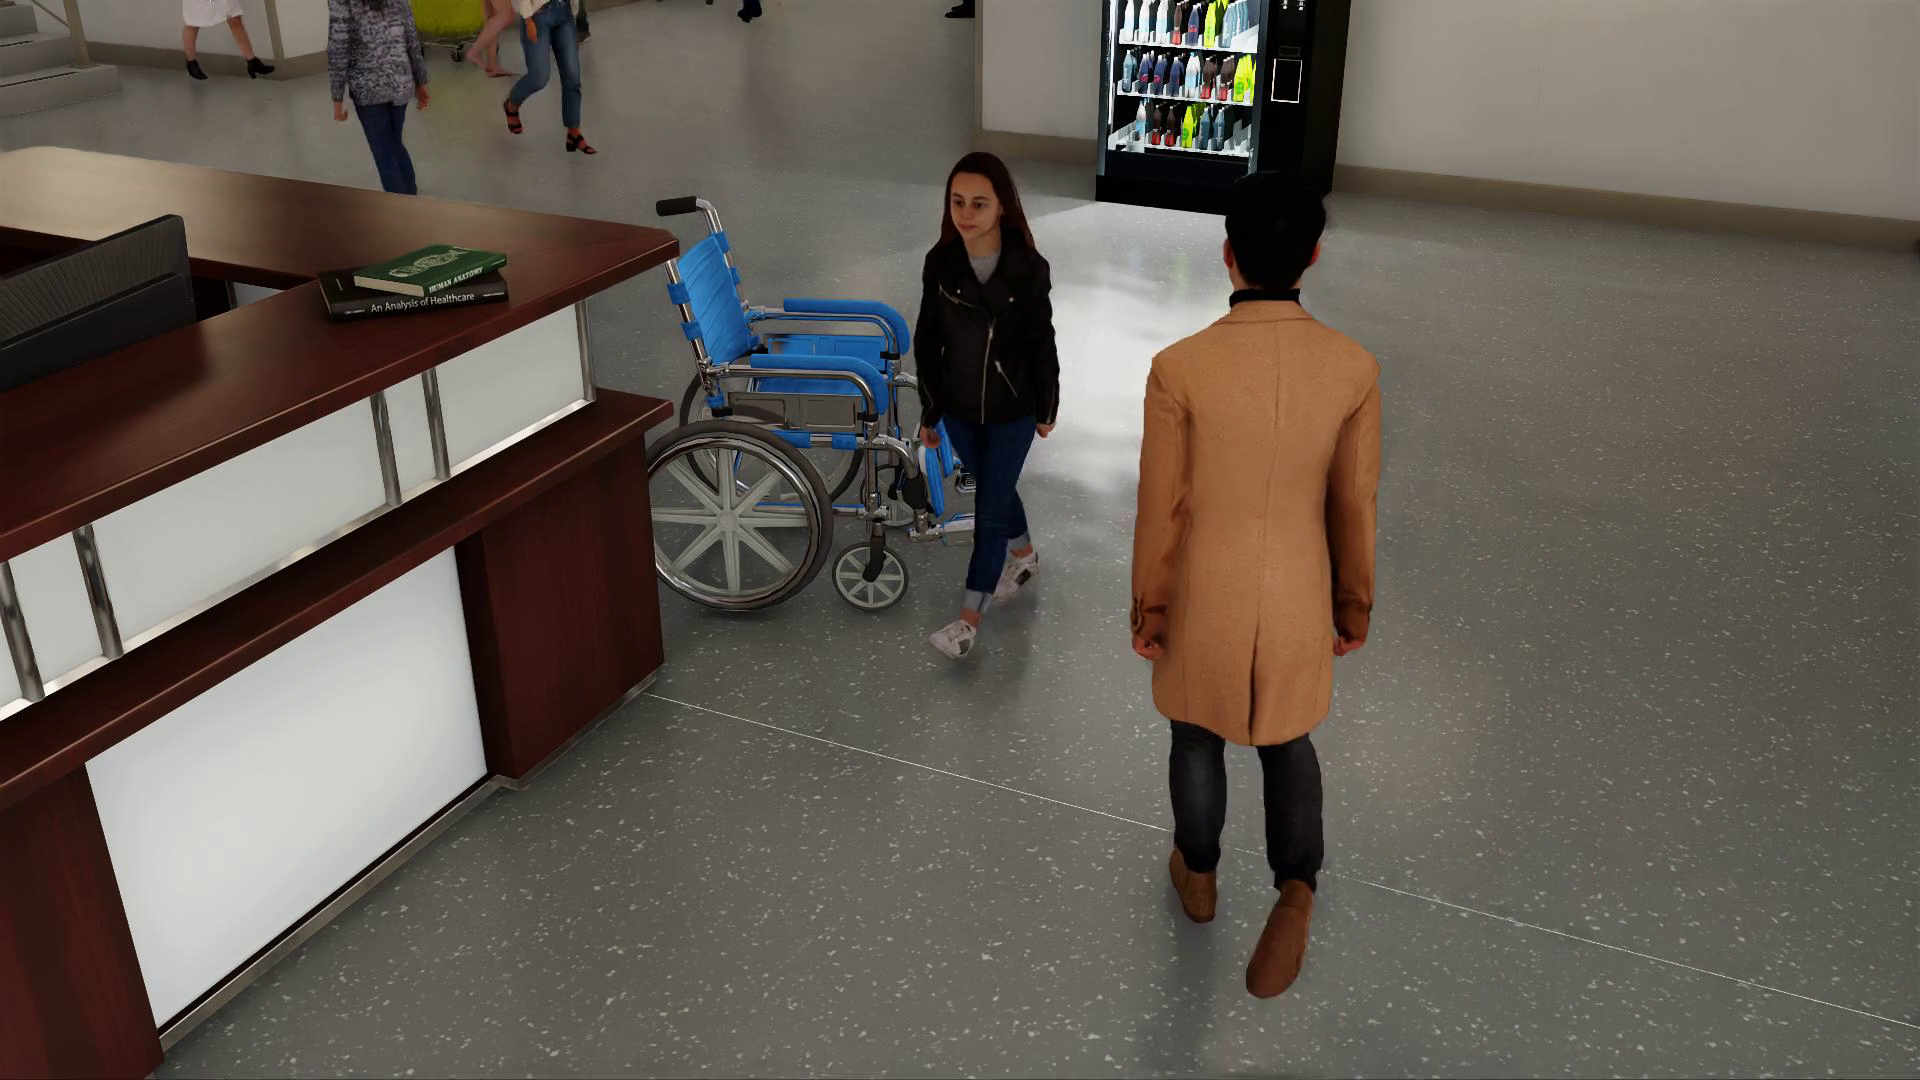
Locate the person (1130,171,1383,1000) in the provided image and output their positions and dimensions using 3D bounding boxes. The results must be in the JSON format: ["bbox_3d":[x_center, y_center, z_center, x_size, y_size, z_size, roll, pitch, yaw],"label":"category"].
[{"bbox_3d":[0.596,0.139,3.374,0.991,1.711,0.960,-2,26,-4],"label":"person"}]

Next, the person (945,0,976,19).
[{"bbox_3d":[0.070,-6.030,16.000,0.666,1.899,0.734,5,26,11],"label":"person"}]

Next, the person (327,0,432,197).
[{"bbox_3d":[-2.892,-2.290,8.448,0.672,1.721,0.702,17,31,32],"label":"person"}]

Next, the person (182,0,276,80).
[{"bbox_3d":[-5.910,-4.296,12.864,1.012,1.499,0.618,10,28,20],"label":"person"}]

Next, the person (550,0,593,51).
[{"bbox_3d":[-3.416,-5.050,14.284,0.914,1.625,0.669,13,29,25],"label":"person"}]

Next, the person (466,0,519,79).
[{"bbox_3d":[-3.790,-4.466,12.987,0.813,1.699,0.760,-6,26,-13],"label":"person"}]

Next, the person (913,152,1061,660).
[{"bbox_3d":[0.114,-0.411,4.882,0.946,1.434,0.634,13,29,25],"label":"person"}]

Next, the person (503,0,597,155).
[{"bbox_3d":[-2.705,-3.323,10.664,1.017,1.657,0.749,18,31,33],"label":"person"}]
